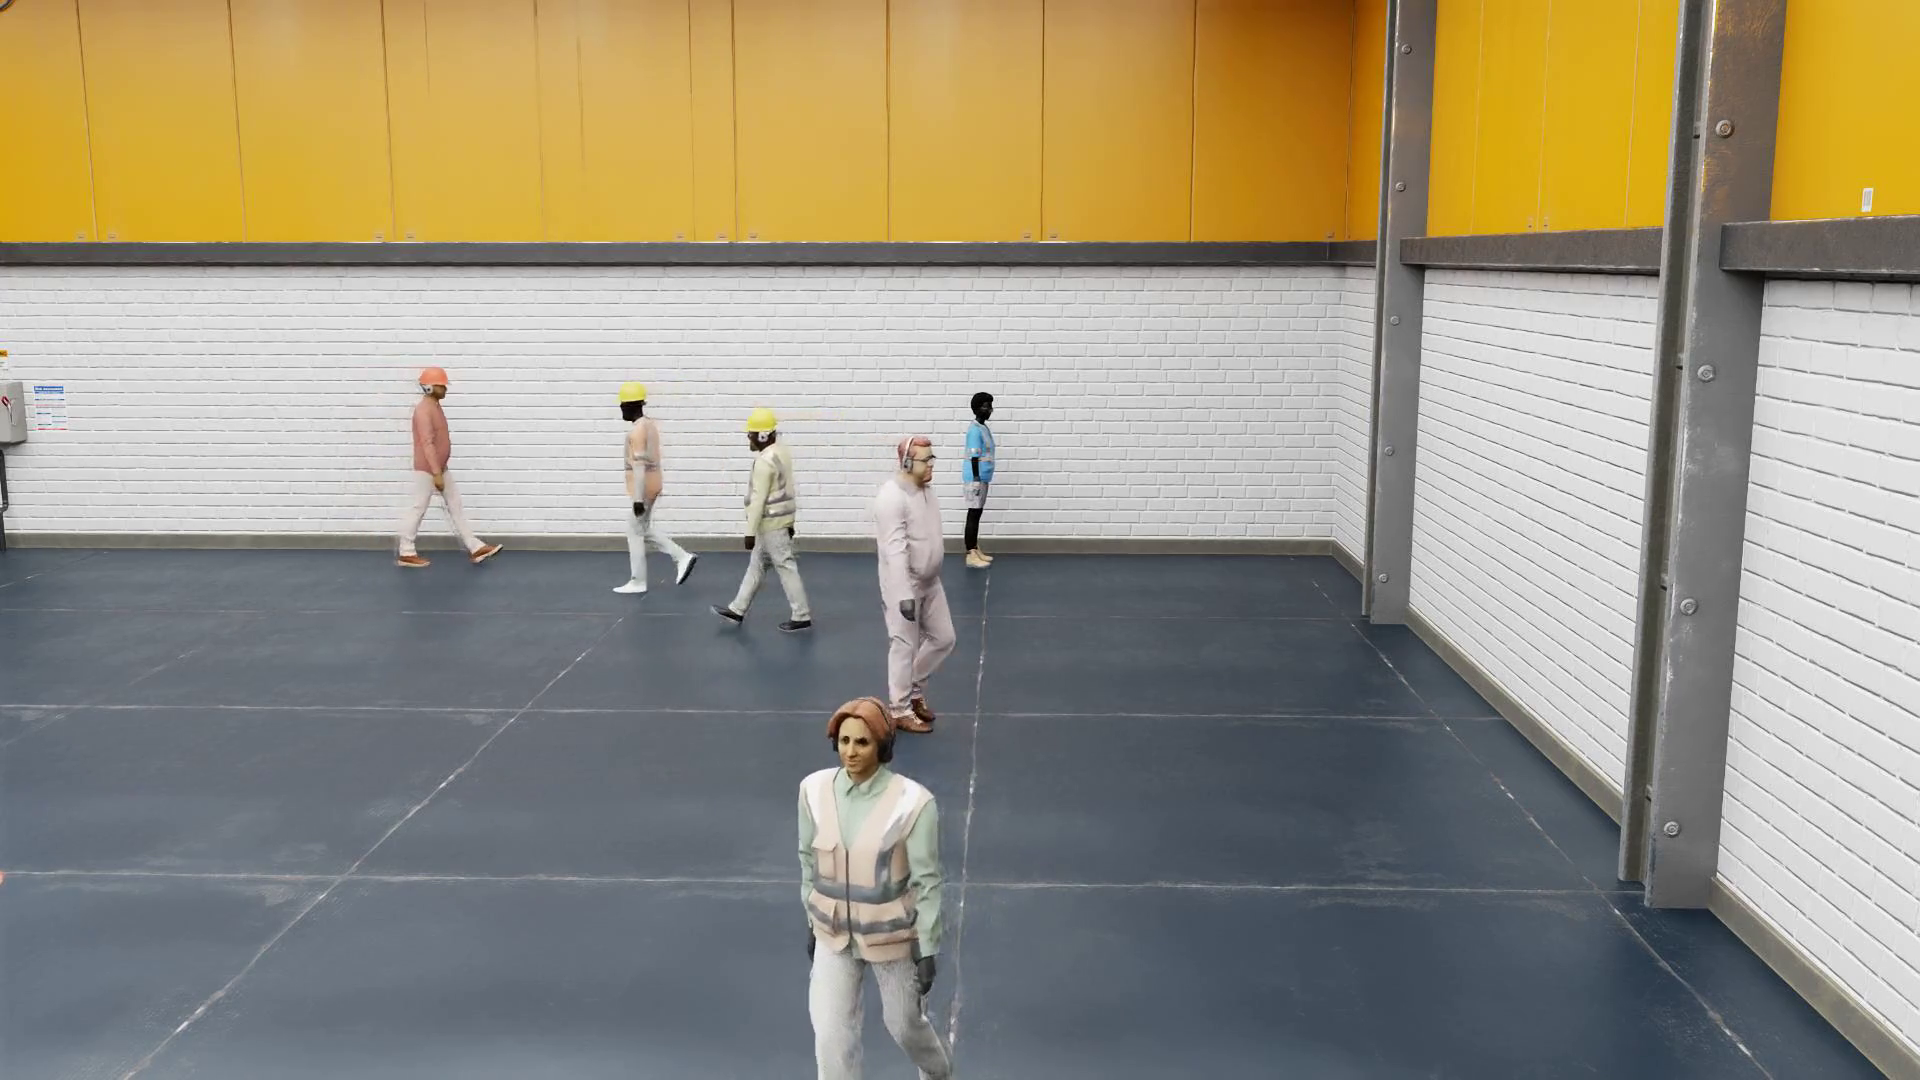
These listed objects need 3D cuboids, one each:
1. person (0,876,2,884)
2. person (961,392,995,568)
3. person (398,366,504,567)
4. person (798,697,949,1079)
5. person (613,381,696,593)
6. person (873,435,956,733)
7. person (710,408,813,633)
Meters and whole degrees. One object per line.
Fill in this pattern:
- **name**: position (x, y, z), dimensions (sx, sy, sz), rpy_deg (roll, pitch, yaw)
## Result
- **person**: position (-2.047, 1.471, 3.329), dimensions (0.542, 1.938, 0.358), rpy_deg (9, 13, 44)
- **person**: position (0.182, -0.588, 16.075), dimensions (0.322, 1.699, 0.536), rpy_deg (2, 10, 10)
- **person**: position (-4.978, -0.694, 15.983), dimensions (1.024, 1.936, 0.657), rpy_deg (0, 10, 0)
- **person**: position (-0.264, 1.272, 5.449), dimensions (0.519, 1.615, 0.784), rpy_deg (4, 10, 22)
- **person**: position (-2.744, -0.459, 14.741), dimensions (0.642, 1.908, 0.584), rpy_deg (0, 10, 0)
- **person**: position (-0.282, 0.283, 10.426), dimensions (0.434, 1.888, 0.647), rpy_deg (5, 11, 29)
- **person**: position (-1.599, -0.144, 13.192), dimensions (0.932, 1.787, 0.612), rpy_deg (1, 10, 6)
